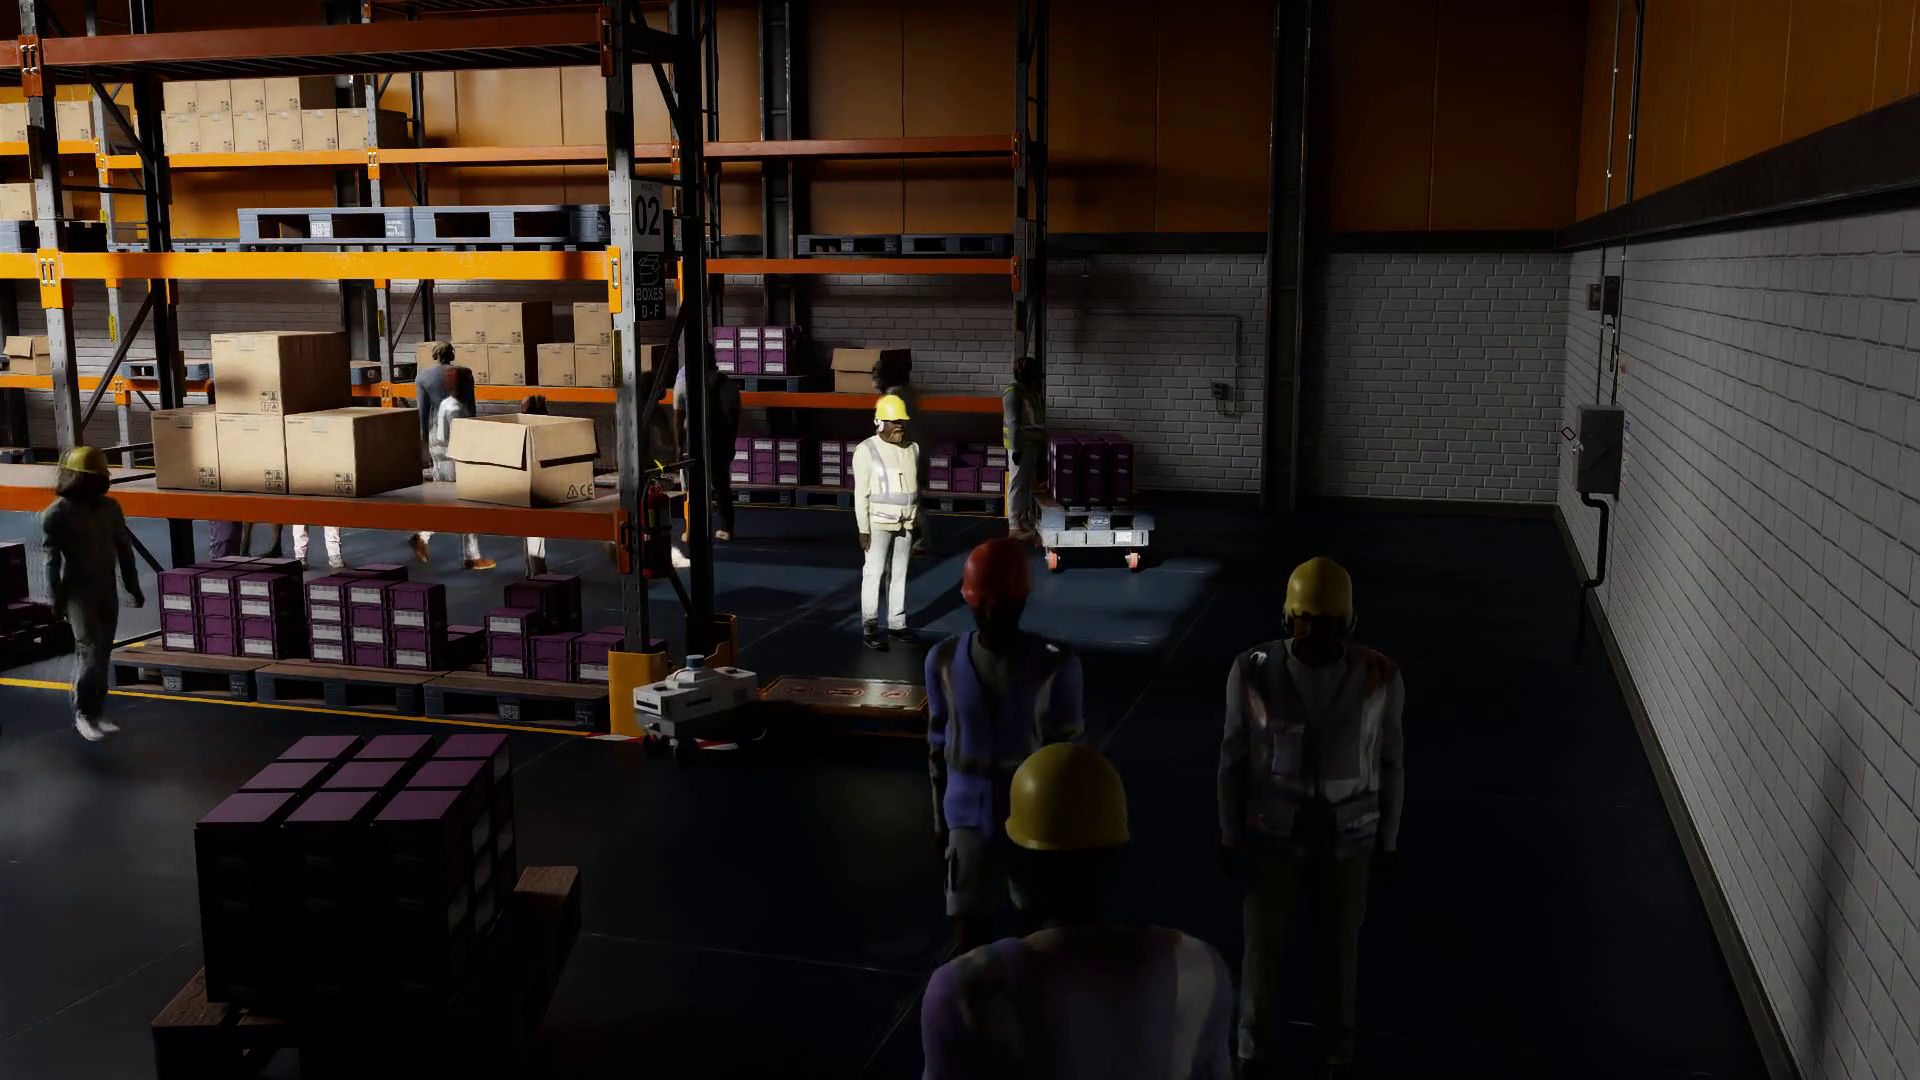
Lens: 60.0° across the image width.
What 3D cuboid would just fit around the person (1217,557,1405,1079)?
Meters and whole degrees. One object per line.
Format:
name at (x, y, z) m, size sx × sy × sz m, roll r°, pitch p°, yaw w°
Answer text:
person at (1.139, 0.949, 5.420) m, size 0.601 × 1.827 × 0.403 m, roll 1°, pitch 9°, yaw 8°

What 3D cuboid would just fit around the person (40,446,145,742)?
person at (-5.020, 0.311, 9.667) m, size 0.509 × 1.715 × 0.484 m, roll 4°, pitch 10°, yaw 22°

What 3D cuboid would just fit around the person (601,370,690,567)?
person at (-2.850, -0.641, 15.135) m, size 0.779 × 1.820 × 0.635 m, roll 2°, pitch 9°, yaw 11°

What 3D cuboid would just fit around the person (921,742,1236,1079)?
person at (0.237, 1.325, 2.984) m, size 0.600 × 1.887 × 0.947 m, roll -3°, pitch 10°, yaw -15°

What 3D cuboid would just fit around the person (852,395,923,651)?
person at (-0.497, -0.132, 11.998) m, size 0.593 × 1.832 × 0.403 m, roll -9°, pitch 13°, yaw -43°

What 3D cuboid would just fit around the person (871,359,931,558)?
person at (-0.613, -0.746, 15.584) m, size 0.735 × 1.888 × 0.636 m, roll 2°, pitch 10°, yaw 12°

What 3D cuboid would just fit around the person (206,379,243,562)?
person at (-5.689, -0.315, 12.930) m, size 0.400 × 1.902 × 0.647 m, roll -5°, pitch 11°, yaw -30°

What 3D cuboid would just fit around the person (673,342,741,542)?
person at (-2.549, -0.998, 16.646) m, size 0.691 × 2.000 × 0.544 m, roll -5°, pitch 11°, yaw -28°

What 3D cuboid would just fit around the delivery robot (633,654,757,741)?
delivery robot at (-1.488, 0.890, 9.373) m, size 0.477 × 0.478 × 0.707 m, roll 8°, pitch 12°, yaw 40°

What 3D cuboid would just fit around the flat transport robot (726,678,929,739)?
flat transport robot at (-0.605, 0.997, 9.869) m, size 1.431 × 0.197 × 0.652 m, roll 2°, pitch 9°, yaw 11°

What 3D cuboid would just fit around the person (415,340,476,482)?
person at (-5.663, -1.228, 18.358) m, size 0.629 × 1.939 × 0.372 m, roll -3°, pitch 10°, yaw -19°

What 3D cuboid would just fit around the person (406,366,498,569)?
person at (-4.612, -0.640, 15.000) m, size 0.692 × 1.865 × 0.583 m, roll -5°, pitch 10°, yaw -27°

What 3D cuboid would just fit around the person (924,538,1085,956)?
person at (0.154, 0.898, 5.572) m, size 0.543 × 1.889 × 1.004 m, roll 2°, pitch 9°, yaw 10°

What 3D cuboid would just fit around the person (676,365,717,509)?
person at (-2.949, -1.274, 18.655) m, size 0.372 × 1.935 × 0.627 m, roll 3°, pitch 10°, yaw 16°

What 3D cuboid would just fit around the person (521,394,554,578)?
person at (-3.693, -0.446, 14.503) m, size 0.307 × 1.641 × 0.514 m, roll -4°, pitch 10°, yaw -22°

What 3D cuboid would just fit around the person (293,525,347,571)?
person at (-5.846, -0.719, 15.085) m, size 0.608 × 1.996 × 0.381 m, roll -5°, pitch 11°, yaw -28°

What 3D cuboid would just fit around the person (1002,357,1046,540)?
person at (0.660, -0.936, 16.880) m, size 0.429 × 1.844 × 0.623 m, roll 3°, pitch 10°, yaw 19°

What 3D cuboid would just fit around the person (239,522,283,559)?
person at (-6.466, -0.702, 15.332) m, size 0.611 × 1.883 × 0.823 m, roll 0°, pitch 9°, yaw 1°
